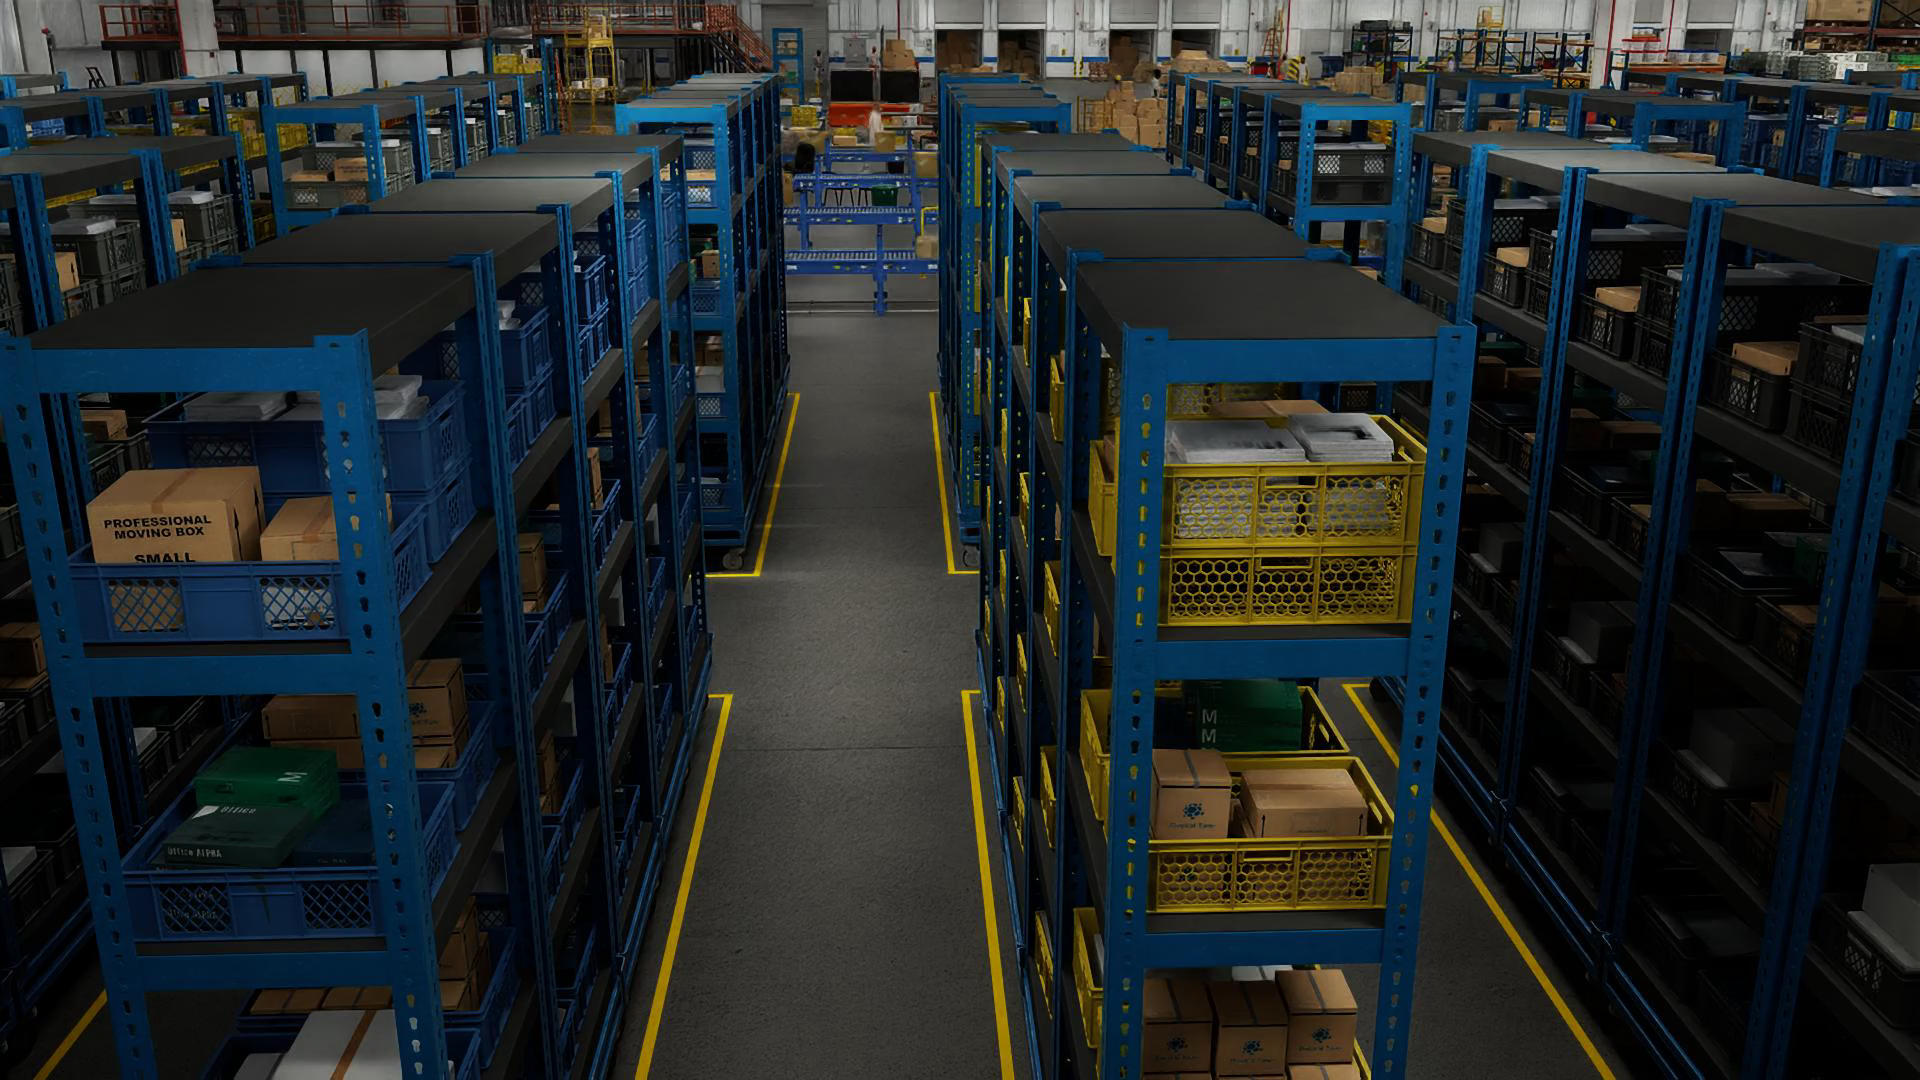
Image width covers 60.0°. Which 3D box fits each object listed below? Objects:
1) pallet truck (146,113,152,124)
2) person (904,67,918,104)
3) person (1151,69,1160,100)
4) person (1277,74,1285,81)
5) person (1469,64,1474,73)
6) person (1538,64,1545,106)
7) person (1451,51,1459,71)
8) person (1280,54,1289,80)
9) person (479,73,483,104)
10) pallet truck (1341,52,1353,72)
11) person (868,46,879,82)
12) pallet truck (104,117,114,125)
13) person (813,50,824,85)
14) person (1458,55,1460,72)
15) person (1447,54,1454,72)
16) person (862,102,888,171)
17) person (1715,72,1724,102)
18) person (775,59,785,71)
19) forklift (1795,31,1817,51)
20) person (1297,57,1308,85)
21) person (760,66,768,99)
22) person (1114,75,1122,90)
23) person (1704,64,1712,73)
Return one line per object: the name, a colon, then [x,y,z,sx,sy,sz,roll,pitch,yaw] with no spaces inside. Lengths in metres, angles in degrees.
pallet truck: [-18.087,-8.309,36.390,1.885,1.965,0.823,-1,18,-4]
person: [-2.112,-19.355,71.070,0.487,1.690,0.910,15,23,39]
person: [7.273,-16.757,62.649,0.888,1.939,0.614,2,18,7]
person: [11.150,-15.202,57.821,0.376,1.932,0.551,-8,19,-22]
person: [26.633,-24.354,86.596,0.842,1.663,0.540,-2,18,-6]
person: [24.104,-18.840,69.205,0.509,1.860,0.334,-17,24,-41]
person: [25.853,-24.585,86.911,0.509,1.902,0.643,3,18,10]
person: [16.441,-23.583,83.956,0.684,1.817,0.652,-2,18,-5]
person: [-17.348,-15.993,60.410,0.506,1.846,0.349,-14,23,-37]
pallet truck: [18.794,-23.123,82.231,0.823,1.965,1.885,-13,22,-35]
person: [-4.853,-26.784,93.646,0.626,1.936,1.003,-1,18,-2]
pallet truck: [-18.367,-7.885,35.078,1.885,1.965,0.823,1,18,2]
person: [-7.681,-25.703,90.489,0.623,1.835,0.431,-11,21,-31]
person: [26.203,-24.889,87.886,0.607,1.894,0.630,16,24,41]
person: [23.947,-22.862,81.607,0.678,1.876,0.684,12,22,33]
person: [-2.110,-10.404,43.104,1.017,1.849,0.680,0,18,-1]
person: [28.101,-16.323,61.388,0.599,1.870,0.410,-7,19,-19]
person: [-9.473,-24.495,86.603,0.584,1.912,0.763,12,21,32]
forklift: [45.898,-26.250,90.495,1.129,2.768,1.873,-1,18,-2]
person: [16.163,-21.857,78.518,0.521,1.873,0.335,9,20,27]
person: [-7.749,-17.747,65.758,0.467,1.903,0.592,3,18,9]
person: [5.884,-16.255,61.407,0.817,1.737,0.527,2,18,6]
person: [30.386,-18.500,68.025,0.627,1.936,0.377,6,19,17]
